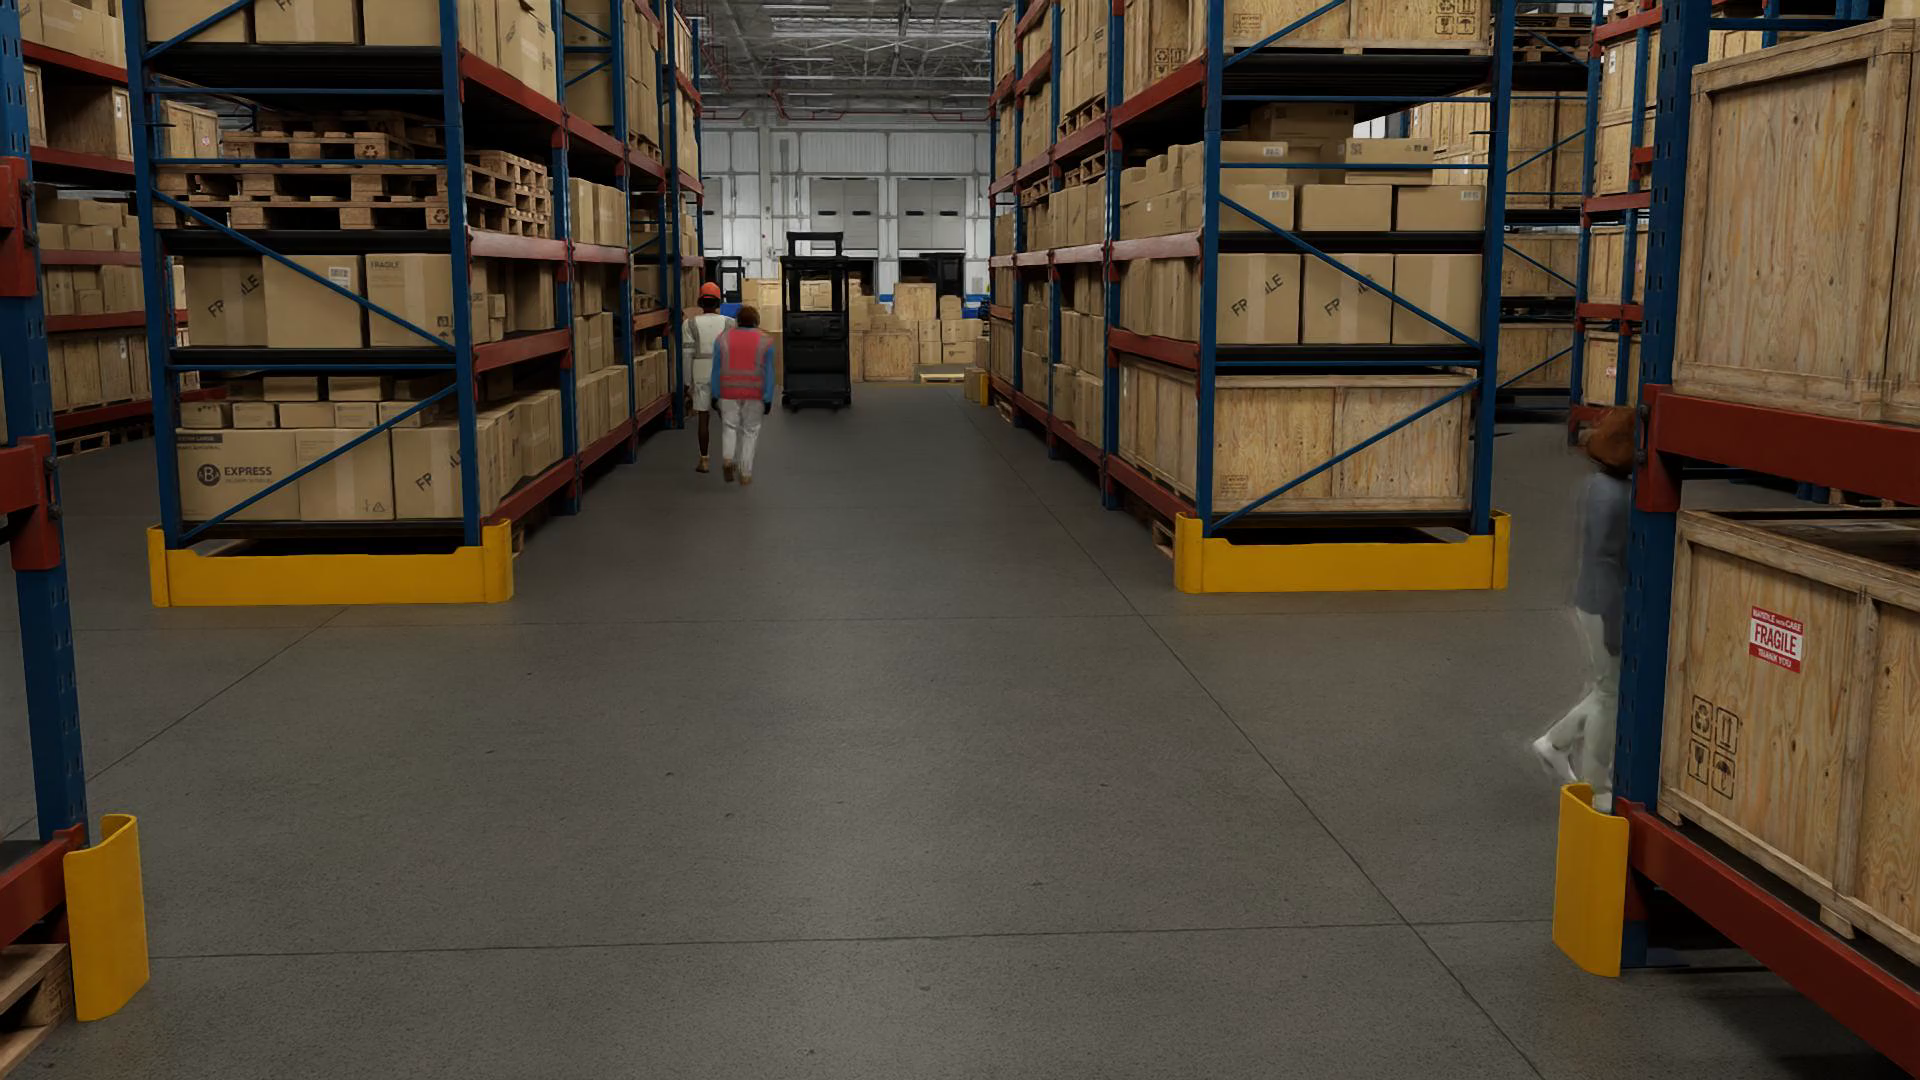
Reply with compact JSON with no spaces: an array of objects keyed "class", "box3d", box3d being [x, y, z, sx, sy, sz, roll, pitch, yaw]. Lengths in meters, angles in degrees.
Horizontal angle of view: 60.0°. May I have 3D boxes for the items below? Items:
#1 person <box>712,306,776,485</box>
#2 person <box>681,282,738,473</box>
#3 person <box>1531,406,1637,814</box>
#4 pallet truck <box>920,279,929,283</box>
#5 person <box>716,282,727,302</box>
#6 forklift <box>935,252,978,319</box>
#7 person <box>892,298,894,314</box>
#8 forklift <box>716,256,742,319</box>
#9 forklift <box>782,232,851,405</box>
[{"class":"person","box3d":[-2.171,-1.441,16.751,0.667,1.813,0.511,0,9,-2]},{"class":"person","box3d":[-2.675,-1.737,17.856,0.609,2.044,0.397,-2,9,-13]},{"class":"person","box3d":[2.539,0.279,6.519,0.397,1.617,0.523,4,10,25]},{"class":"pallet truck","box3d":[-0.932,-8.922,63.114,1.885,1.965,0.823,2,9,13]},{"class":"person","box3d":[-9.006,-8.712,62.172,0.576,1.881,0.339,0,9,2]},{"class":"forklift","box3d":[-0.304,-7.584,51.949,1.129,2.768,1.873,-5,10,-30]},{"class":"person","box3d":[-1.454,-5.634,42.746,0.592,1.915,0.391,-4,10,-22]},{"class":"forklift","box3d":[-8.573,-9.185,62.001,1.129,2.768,1.873,-1,9,-4]},{"class":"forklift","box3d":[-2.377,-3.690,27.498,1.129,2.768,1.873,-1,9,-4]}]
